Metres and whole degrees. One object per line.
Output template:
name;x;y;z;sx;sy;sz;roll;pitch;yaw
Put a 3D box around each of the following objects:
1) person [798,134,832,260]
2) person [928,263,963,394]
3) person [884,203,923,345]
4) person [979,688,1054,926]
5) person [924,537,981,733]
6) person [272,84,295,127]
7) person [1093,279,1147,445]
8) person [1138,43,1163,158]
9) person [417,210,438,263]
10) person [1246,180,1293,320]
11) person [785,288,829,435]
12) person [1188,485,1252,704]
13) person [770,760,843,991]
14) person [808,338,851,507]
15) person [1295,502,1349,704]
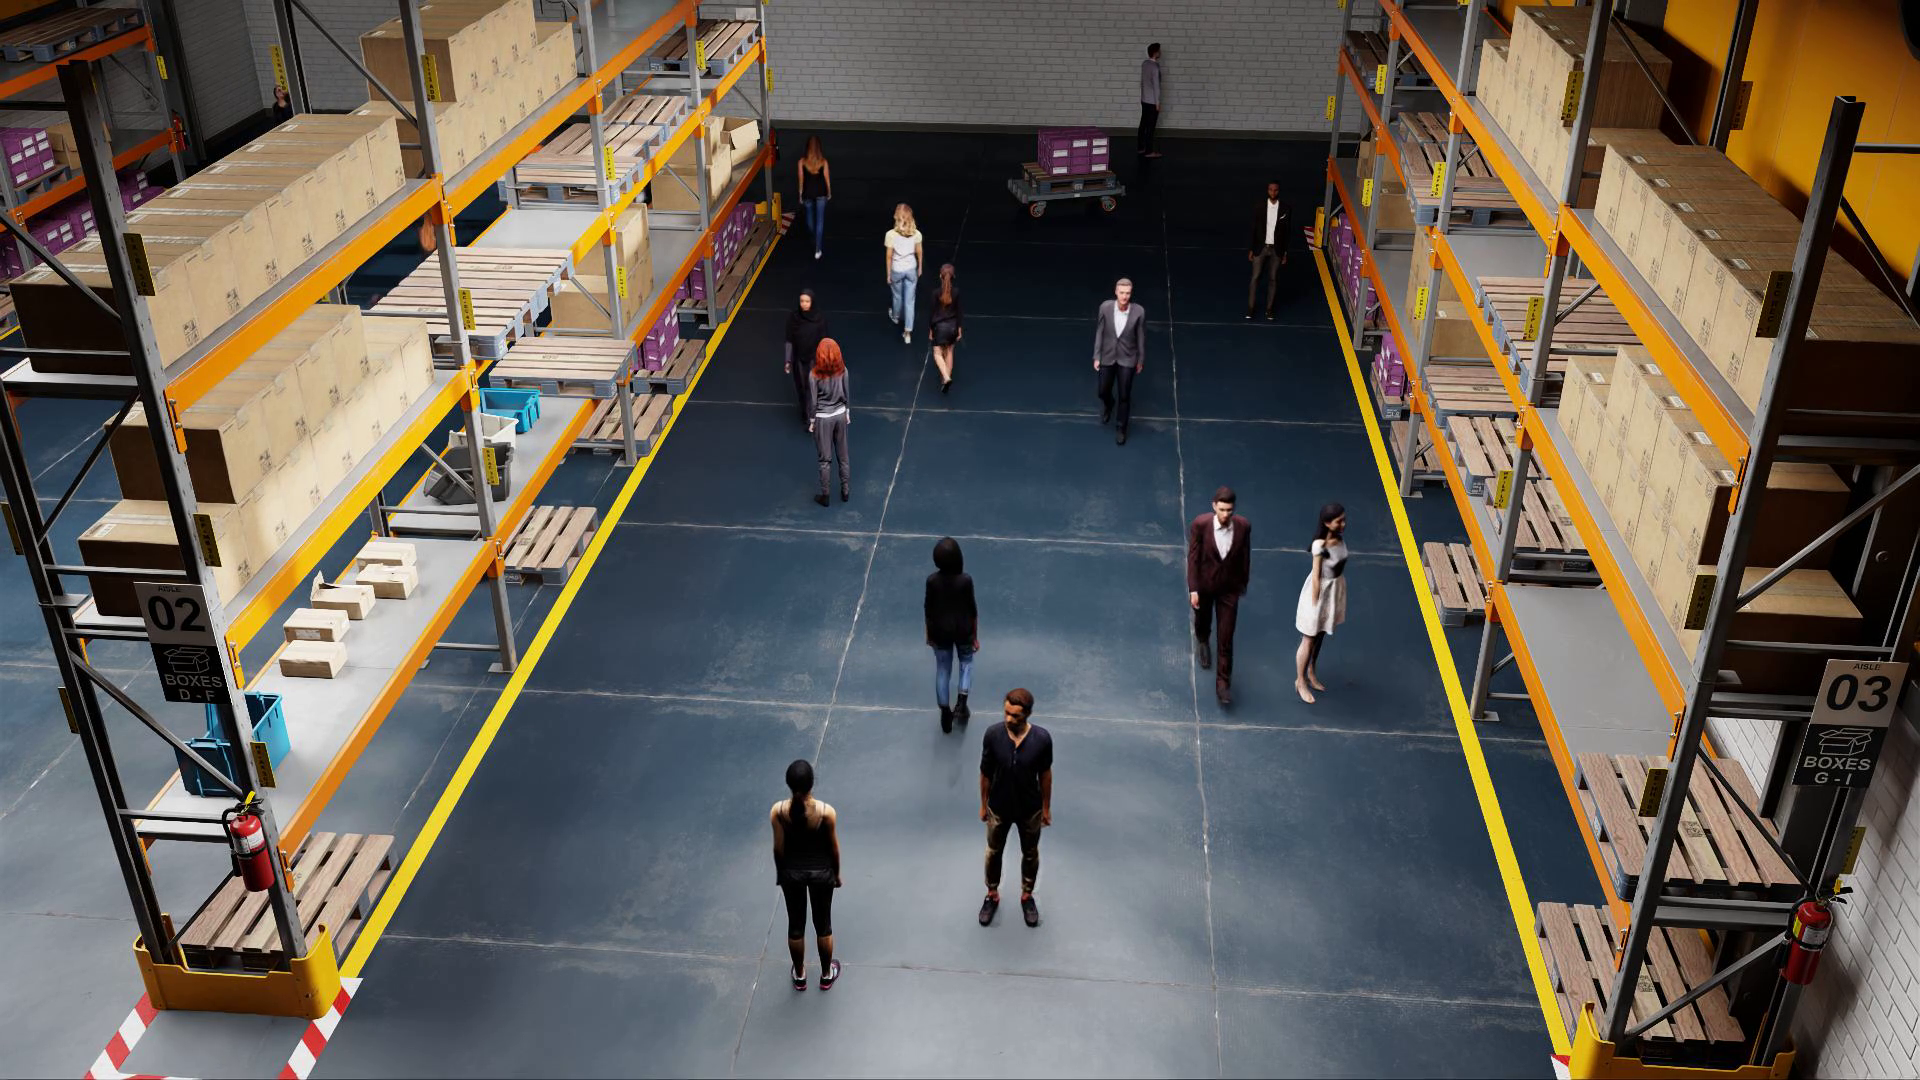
person;-2.032;-4.750;23.193;0.621;1.670;1.066;1;29;2
person;-0.157;-2.390;19.001;0.697;1.542;0.879;-6;29;-12
person;-0.663;-3.232;20.397;0.894;1.682;1.183;-7;29;-13
person;0.366;1.754;11.076;0.620;1.856;0.511;2;29;4
person;-0.071;0.792;13.019;0.596;1.683;0.590;1;29;2
person;-10.396;-6.301;25.998;0.702;1.706;1.034;7;29;13
person;1.711;-1.974;17.947;0.752;1.819;0.839;4;29;7
person;3.182;-7.367;27.802;0.815;1.851;0.669;-11;30;-19
person;-6.485;-3.259;20.459;0.752;1.670;1.170;8;30;14
person;3.915;-3.691;21.116;0.663;1.799;0.573;4;29;8
person;-1.657;-2.022;18.254;0.618;1.610;1.005;4;29;8
person;2.089;0.339;13.696;0.674;1.831;1.208;1;29;2
person;-0.972;2.125;10.529;0.583;1.728;0.549;0;29;1
person;-1.291;-1.182;16.538;0.659;1.780;0.669;-14;31;-23
person;2.935;0.492;13.474;0.834;1.774;0.751;20;35;33
